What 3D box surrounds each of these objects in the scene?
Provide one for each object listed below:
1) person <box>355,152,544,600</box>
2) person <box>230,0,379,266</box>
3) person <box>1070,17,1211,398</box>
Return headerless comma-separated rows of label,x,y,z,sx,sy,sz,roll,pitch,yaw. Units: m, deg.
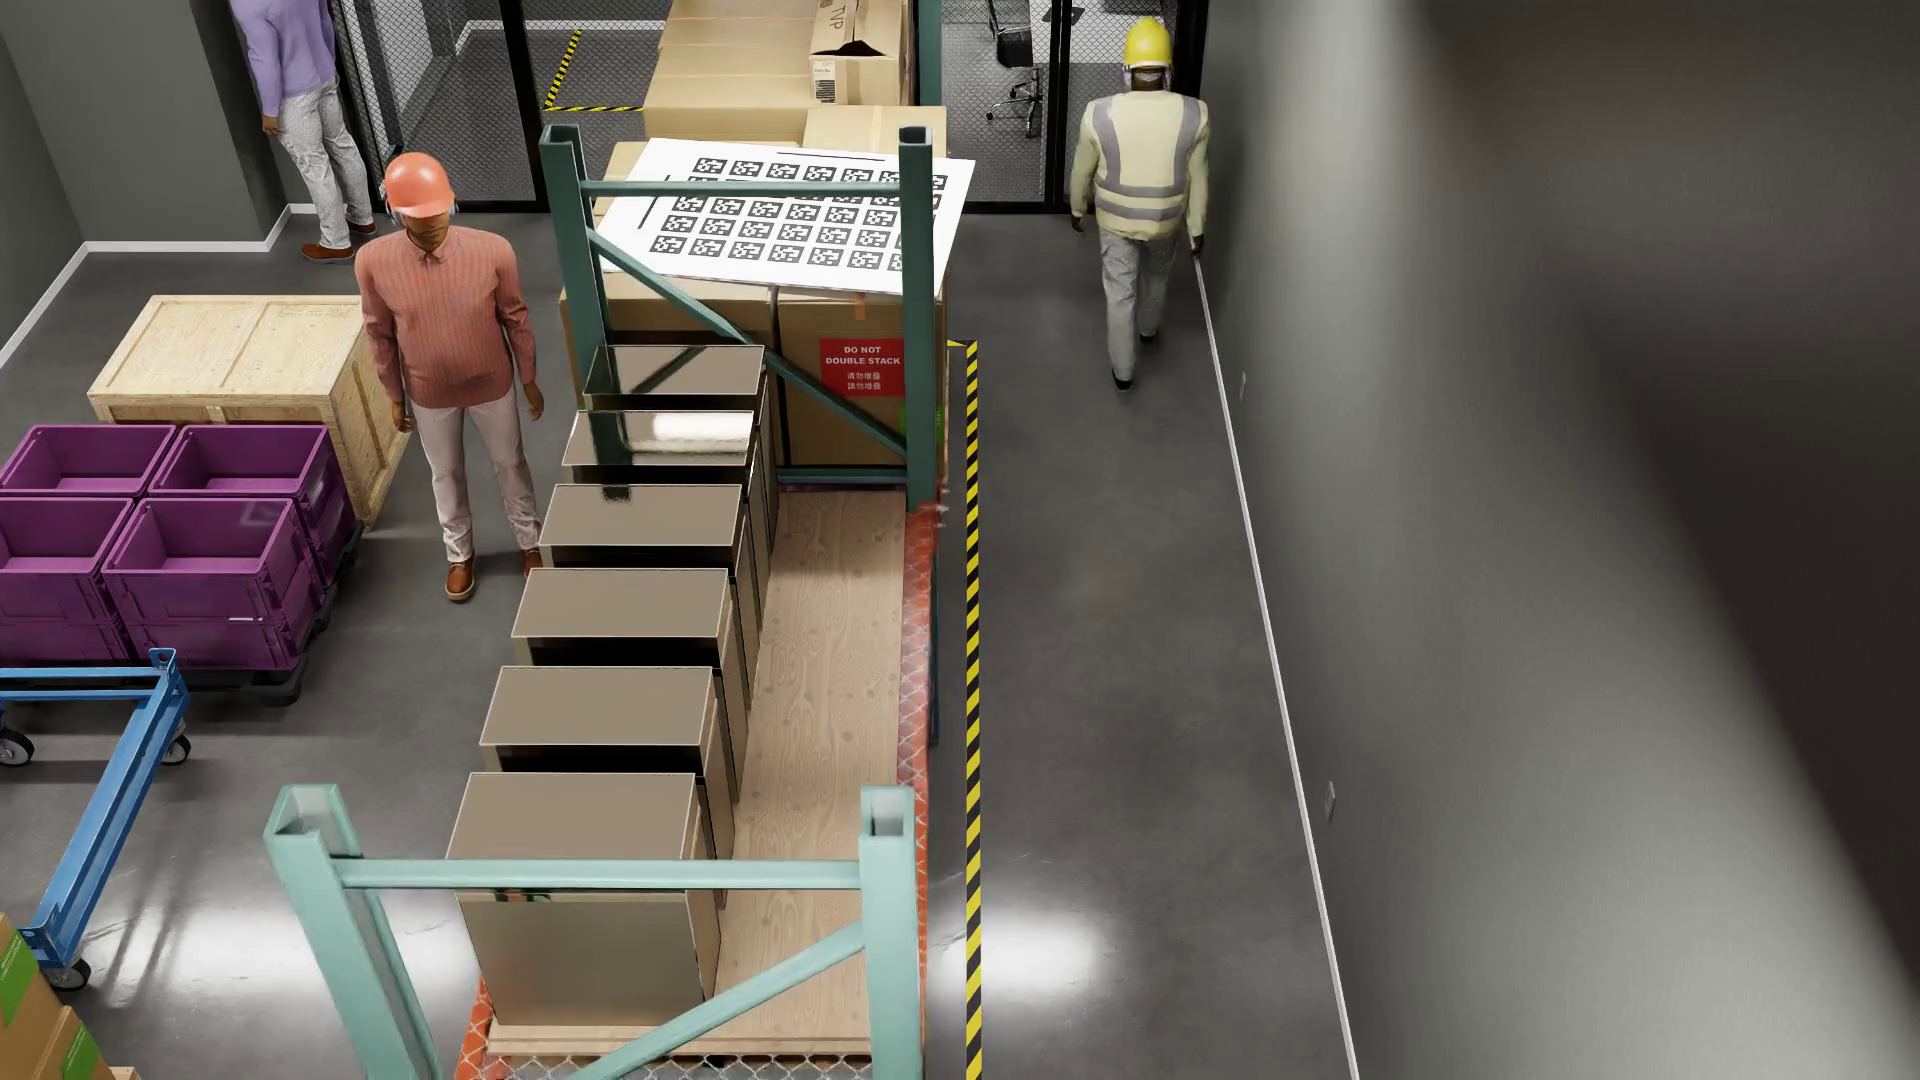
person,-1.963,-0.618,6.549,0.610,1.997,0.376,-8,42,-9
person,-3.402,-2.343,8.564,0.362,1.939,0.636,10,42,12
person,0.825,-1.596,7.808,0.631,1.799,0.785,1,41,1
